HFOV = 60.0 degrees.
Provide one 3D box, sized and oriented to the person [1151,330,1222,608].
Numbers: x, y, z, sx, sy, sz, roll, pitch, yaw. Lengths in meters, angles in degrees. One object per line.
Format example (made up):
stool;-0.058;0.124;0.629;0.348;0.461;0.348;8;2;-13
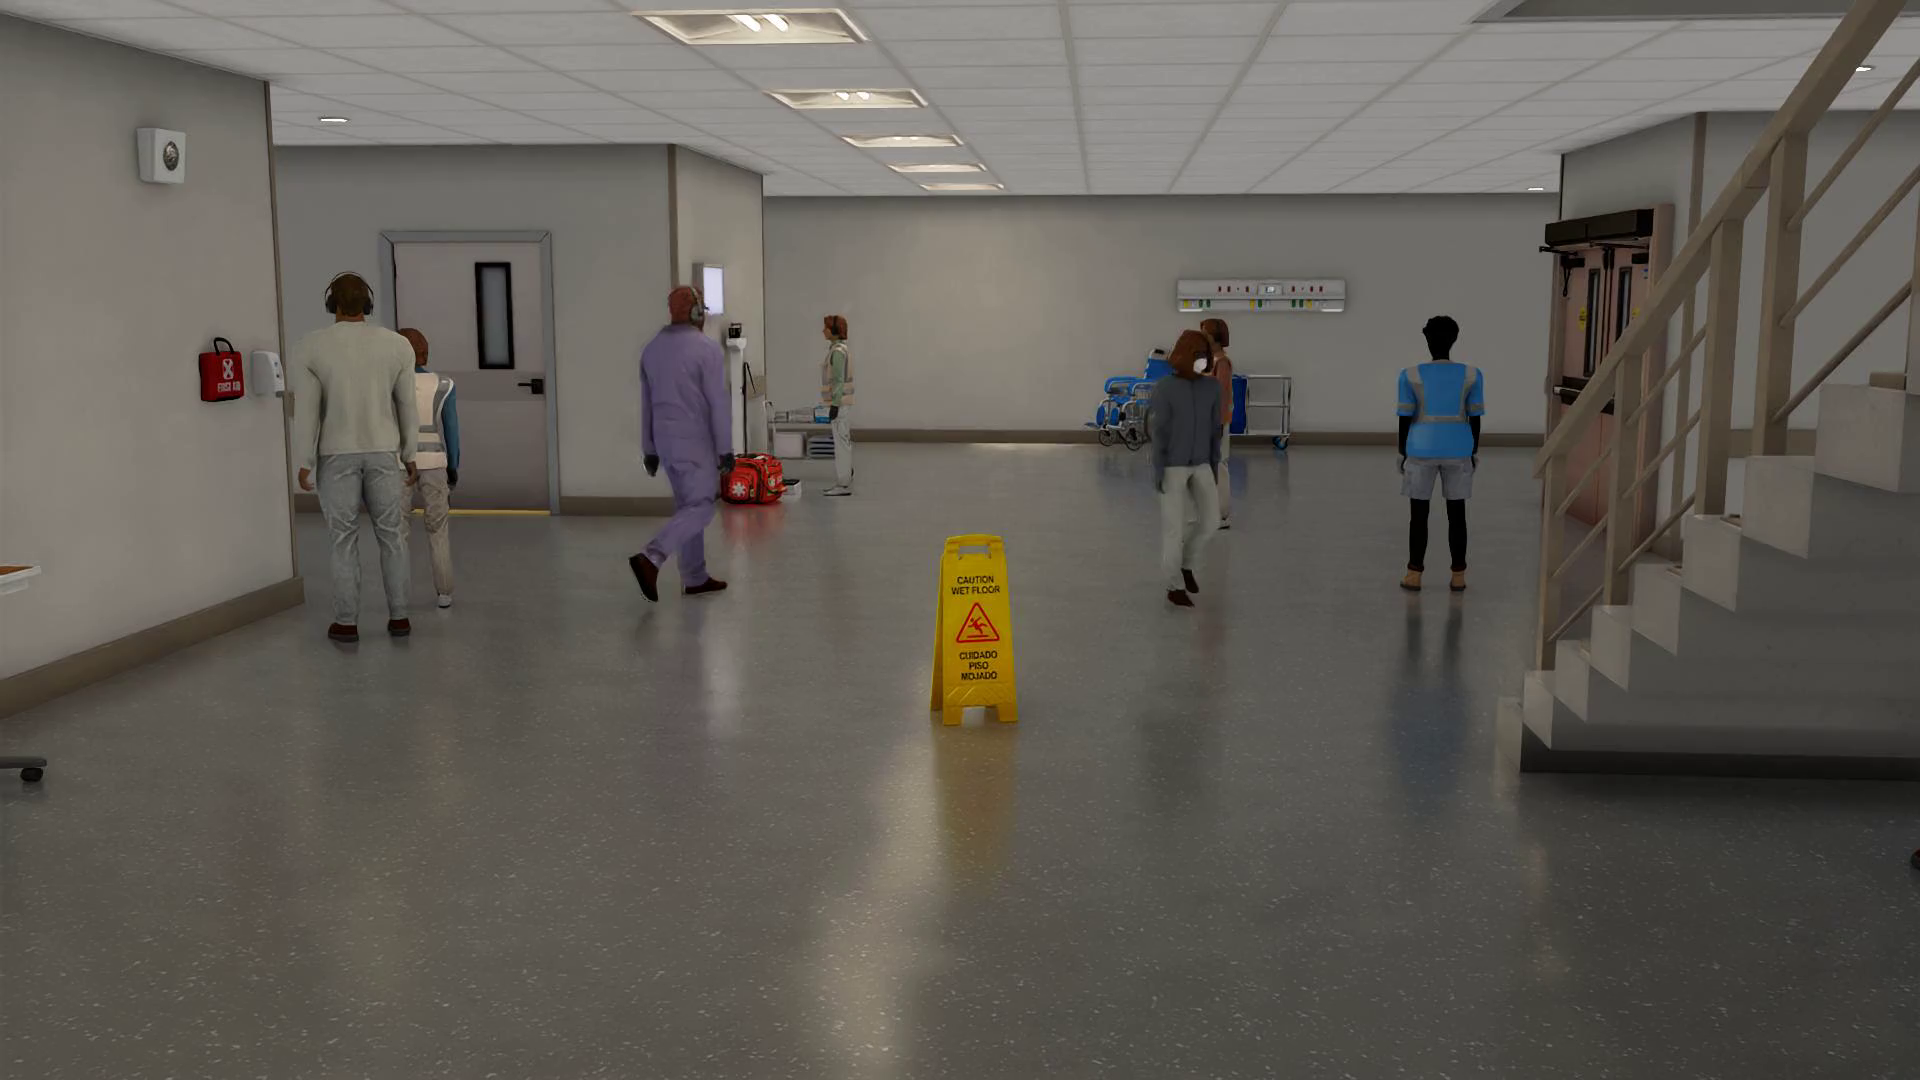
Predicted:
person;1.320;-0.413;9.711;0.506;1.621;0.369;-4;9;-25

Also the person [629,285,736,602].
person;-1.677;-0.566;9.852;0.639;1.881;0.766;8;11;42

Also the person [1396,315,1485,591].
person;2.928;-0.523;10.186;0.532;1.696;0.318;1;8;5

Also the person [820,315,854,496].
person;-1.113;-1.221;15.113;0.311;1.642;0.513;0;8;-2

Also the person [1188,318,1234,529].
person;1.975;-0.903;12.967;0.306;1.637;0.522;-1;8;-7

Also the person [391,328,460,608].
person;-3.146;-0.406;9.617;0.508;1.628;0.319;-4;9;-26

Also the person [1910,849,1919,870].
person;3.123;0.134;4.953;0.379;1.931;0.625;3;9;17

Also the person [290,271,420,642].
person;-3.162;-0.432;8.748;0.635;1.937;0.353;-5;10;-32
